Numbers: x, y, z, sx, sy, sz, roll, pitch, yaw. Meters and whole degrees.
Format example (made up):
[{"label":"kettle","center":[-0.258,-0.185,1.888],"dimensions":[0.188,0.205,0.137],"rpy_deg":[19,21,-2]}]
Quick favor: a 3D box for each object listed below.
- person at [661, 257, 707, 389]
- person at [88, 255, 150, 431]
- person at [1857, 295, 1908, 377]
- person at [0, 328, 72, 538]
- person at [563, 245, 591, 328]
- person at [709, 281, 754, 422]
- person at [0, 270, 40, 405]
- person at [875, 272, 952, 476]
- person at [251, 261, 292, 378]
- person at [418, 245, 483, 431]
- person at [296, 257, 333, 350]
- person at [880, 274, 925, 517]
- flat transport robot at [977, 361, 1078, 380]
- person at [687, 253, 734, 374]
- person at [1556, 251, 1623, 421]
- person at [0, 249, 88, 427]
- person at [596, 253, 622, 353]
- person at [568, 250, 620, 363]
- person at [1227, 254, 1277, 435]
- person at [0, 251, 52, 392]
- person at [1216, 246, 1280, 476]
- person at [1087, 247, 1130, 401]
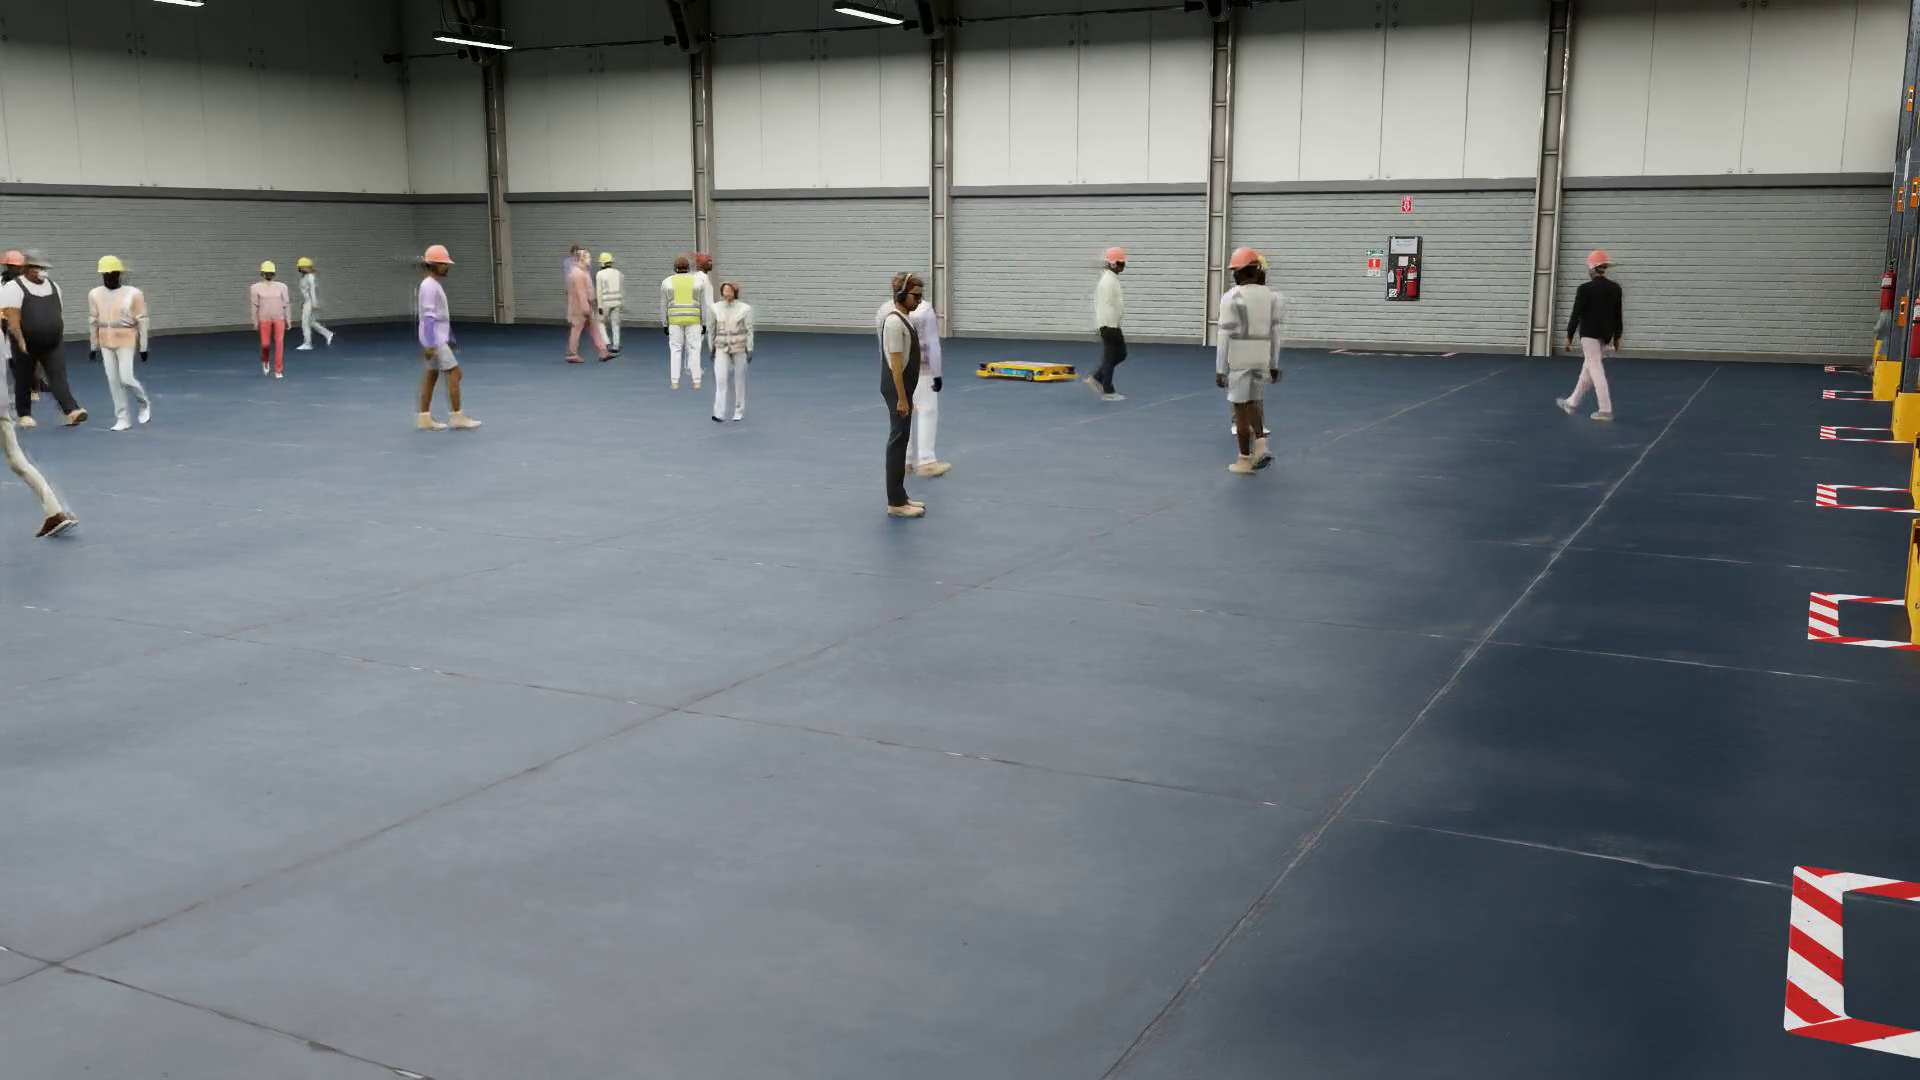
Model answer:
[{"label":"person","center":[-3.838,-3.014,23.154],"dimensions":[0.632,1.838,0.430],"rpy_deg":[-2,10,-8]},{"label":"person","center":[-9.227,-2.158,18.251],"dimensions":[0.594,1.911,0.471],"rpy_deg":[1,10,4]},{"label":"person","center":[13.920,-3.183,24.768],"dimensions":[0.501,1.584,0.900],"rpy_deg":[-9,14,-40]},{"label":"person","center":[-6.775,-0.896,11.627],"dimensions":[0.996,1.827,0.509],"rpy_deg":[2,11,9]},{"label":"person","center":[-8.842,-5.845,38.401],"dimensions":[0.646,1.898,0.832],"rpy_deg":[-4,11,-21]},{"label":"person","center":[-2.621,-2.130,18.911],"dimensions":[0.545,1.598,0.807],"rpy_deg":[1,10,5]},{"label":"person","center":[-11.925,-2.560,21.029],"dimensions":[0.315,1.697,0.541],"rpy_deg":[2,11,13]},{"label":"person","center":[-0.416,-1.490,14.925],"dimensions":[0.737,1.806,0.431],"rpy_deg":[7,13,34]},{"label":"person","center":[-10.280,-3.290,24.861],"dimensions":[0.527,1.754,0.397],"rpy_deg":[-6,12,-28]},{"label":"person","center":[-5.576,-2.185,18.136],"dimensions":[0.831,2.016,0.612],"rpy_deg":[-3,11,-16]},{"label":"person","center":[-12.169,-4.445,31.218],"dimensions":[0.651,1.720,0.486],"rpy_deg":[-7,13,-35]},{"label":"person","center":[-0.432,-1.099,12.675],"dimensions":[0.345,1.840,0.504],"rpy_deg":[0,10,1]},{"label":"flat transport robot","center":[0.997,-2.521,24.707],"dimensions":[1.431,0.197,0.652],"rpy_deg":[10,14,43]},{"label":"person","center":[-3.807,-3.460,25.531],"dimensions":[0.903,1.845,0.584],"rpy_deg":[-2,11,-9]},{"label":"person","center":[7.354,-2.389,19.427],"dimensions":[0.642,1.937,1.008],"rpy_deg":[-4,11,-22]},{"label":"person","center":[-10.139,-2.237,18.333],"dimensions":[1.069,2.000,0.698],"rpy_deg":[7,13,34]},{"label":"person","center":[-6.308,-4.234,29.845],"dimensions":[0.437,1.818,0.610],"rpy_deg":[9,13,39]},{"label":"person","center":[-6.149,-3.883,27.752],"dimensions":[0.910,1.868,0.674],"rpy_deg":[-1,10,-3]},{"label":"person","center":[3.129,-2.086,17.807],"dimensions":[0.589,1.930,0.356],"rpy_deg":[-3,11,-15]},{"label":"person","center":[-12.620,-2.927,22.444],"dimensions":[0.828,1.905,0.581],"rpy_deg":[6,12,29]},{"label":"person","center":[2.533,-1.574,14.748],"dimensions":[0.643,2.028,0.421],"rpy_deg":[-6,12,-28]},{"label":"person","center":[1.940,-2.774,21.438],"dimensions":[0.500,1.980,0.624],"rpy_deg":[3,11,16]}]
